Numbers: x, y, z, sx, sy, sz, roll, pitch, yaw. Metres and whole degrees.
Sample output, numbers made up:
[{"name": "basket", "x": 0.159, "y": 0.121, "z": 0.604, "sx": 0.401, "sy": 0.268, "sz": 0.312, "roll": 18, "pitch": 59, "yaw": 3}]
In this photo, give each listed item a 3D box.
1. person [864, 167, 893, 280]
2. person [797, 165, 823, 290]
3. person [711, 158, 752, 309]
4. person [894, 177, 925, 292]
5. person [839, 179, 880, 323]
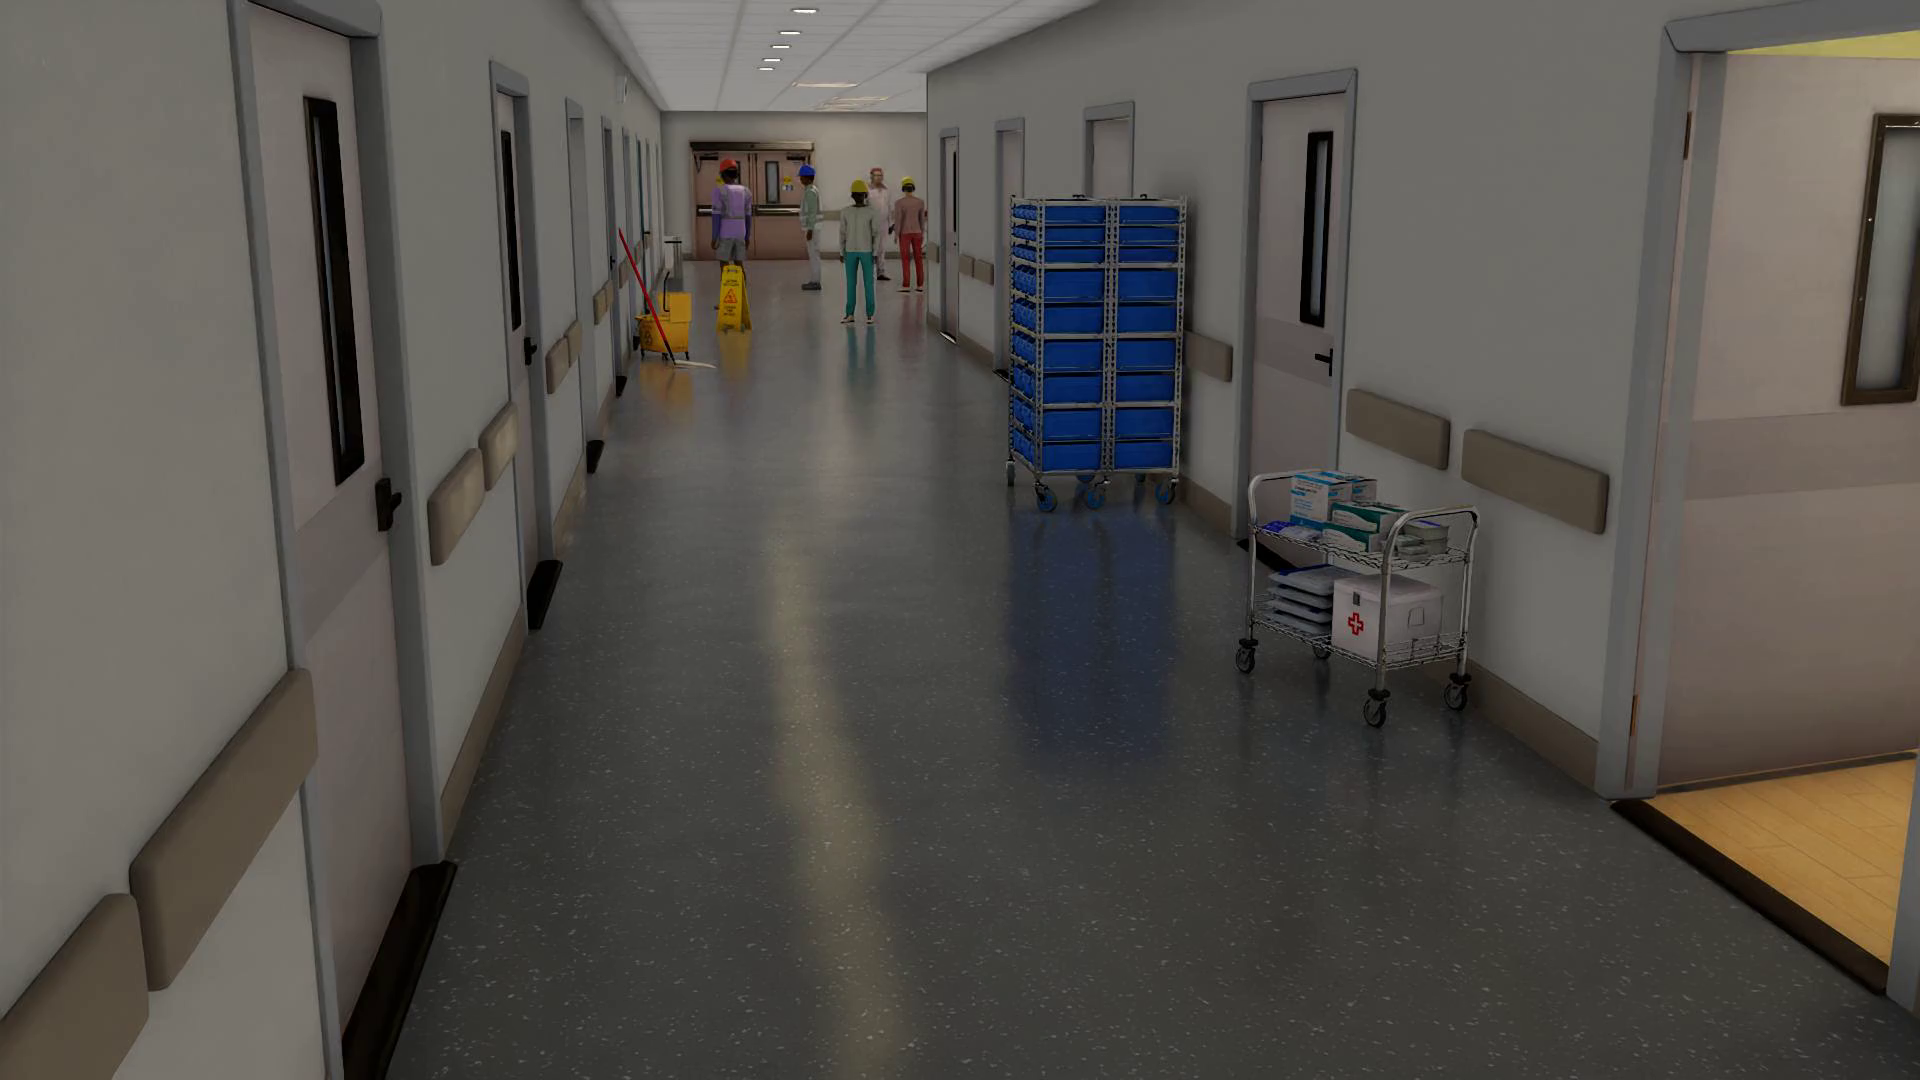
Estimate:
[{"name": "person", "x": -1.411, "y": -5.350, "z": 28.216, "sx": 0.652, "sy": 1.904, "sz": 0.402, "roll": -10, "pitch": 16, "yaw": -36}, {"name": "person", "x": -2.352, "y": -4.905, "z": 26.141, "sx": 0.406, "sy": 1.947, "sz": 0.607, "roll": -1, "pitch": 13, "yaw": -3}, {"name": "person", "x": -3.118, "y": -4.152, "z": 22.620, "sx": 0.614, "sy": 2.031, "sz": 0.403, "roll": -11, "pitch": 17, "yaw": -41}, {"name": "person", "x": -0.788, "y": -4.722, "z": 25.740, "sx": 0.527, "sy": 1.765, "sz": 0.329, "roll": -7, "pitch": 15, "yaw": -29}, {"name": "person", "x": -1.248, "y": -3.566, "z": 20.596, "sx": 0.523, "sy": 1.771, "sz": 0.304, "roll": 3, "pitch": 13, "yaw": 13}]
